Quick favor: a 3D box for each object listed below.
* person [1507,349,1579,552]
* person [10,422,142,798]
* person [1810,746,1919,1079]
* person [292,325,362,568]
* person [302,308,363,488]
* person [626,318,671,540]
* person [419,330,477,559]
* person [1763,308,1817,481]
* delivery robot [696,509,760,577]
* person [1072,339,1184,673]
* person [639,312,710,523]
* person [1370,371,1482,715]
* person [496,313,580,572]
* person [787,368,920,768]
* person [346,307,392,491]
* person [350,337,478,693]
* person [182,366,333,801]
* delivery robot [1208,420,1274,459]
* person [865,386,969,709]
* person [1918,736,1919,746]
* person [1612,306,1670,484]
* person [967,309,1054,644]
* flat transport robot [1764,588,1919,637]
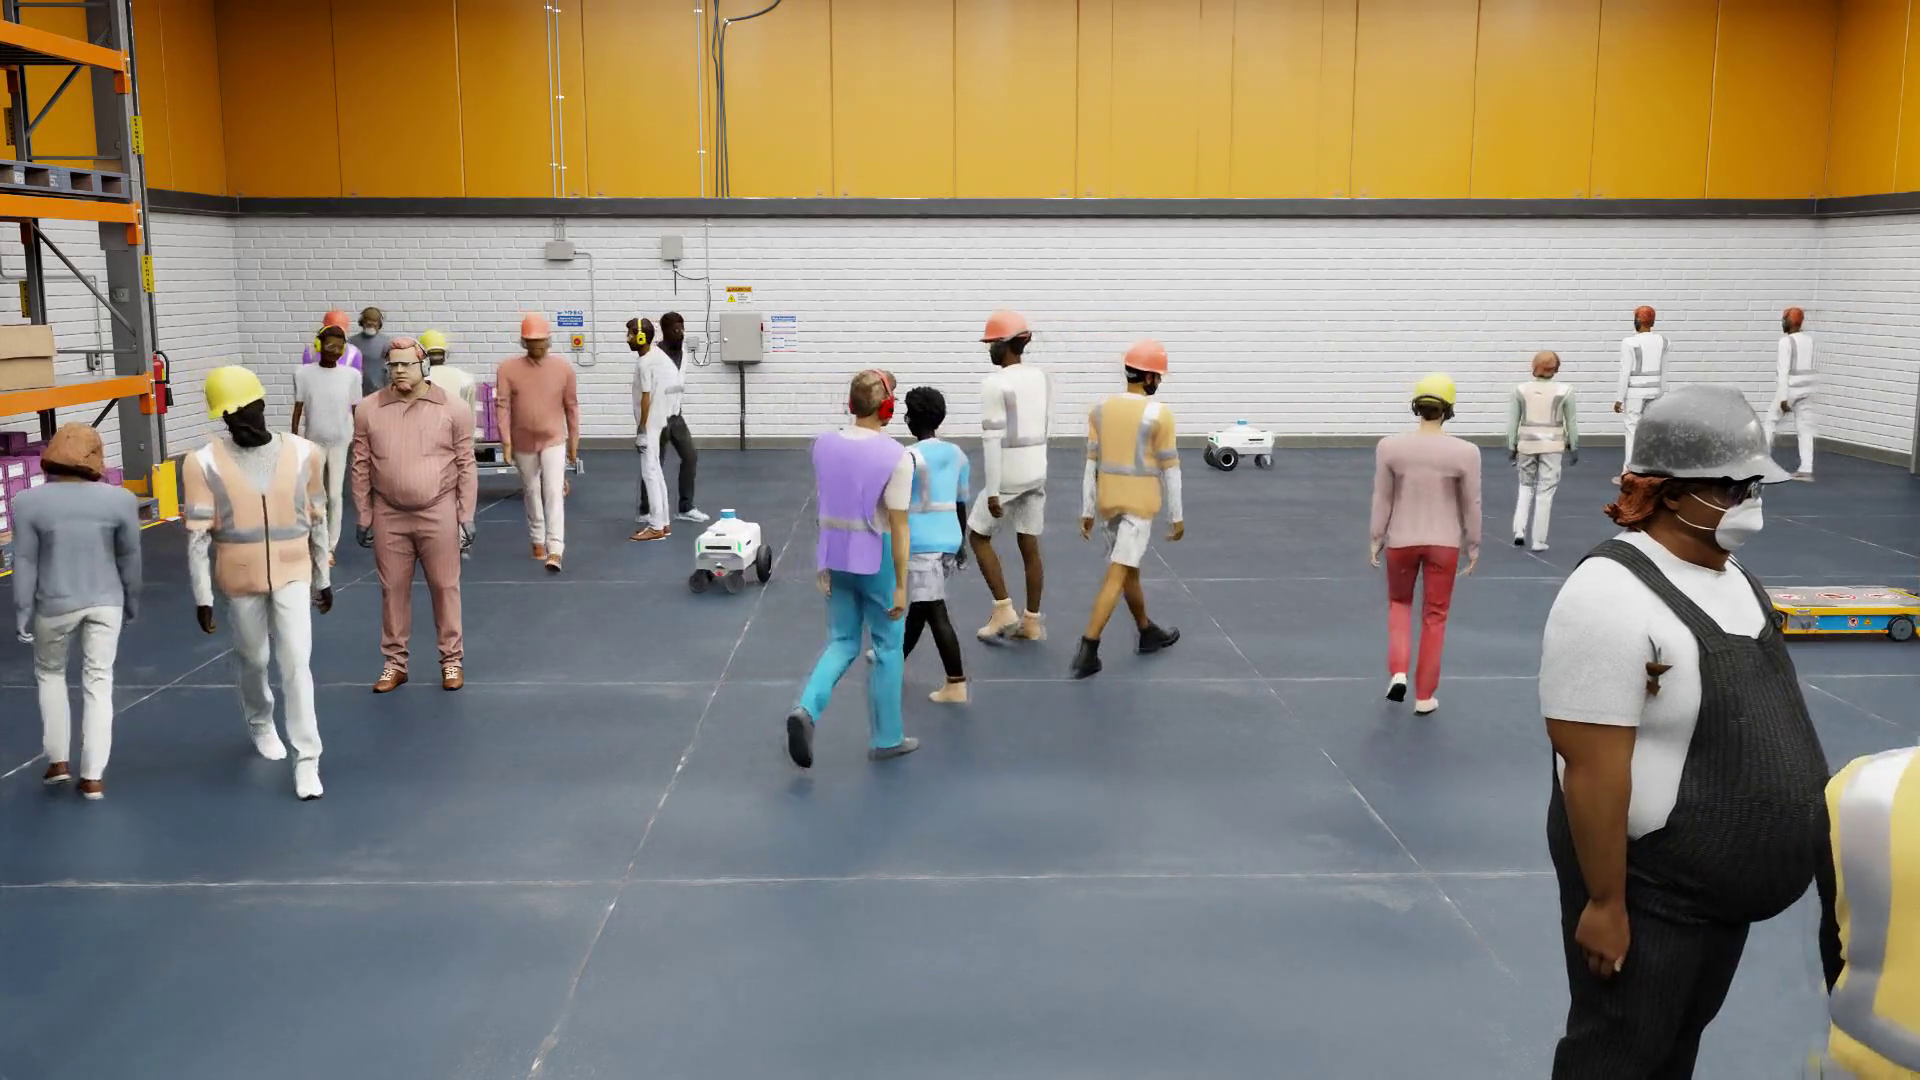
[{"bbox_3d":[4.679,-0.711,13.343,0.525,1.627,0.404,7,11,36],"label":"person"},{"bbox_3d":[-3.809,0.297,7.189,0.514,1.608,0.487,-7,11,-35],"label":"person"},{"bbox_3d":[1.604,0.967,2.572,0.990,1.786,0.625,-8,12,-39],"label":"person"},{"bbox_3d":[-4.804,-0.703,12.610,0.561,1.845,0.399,-4,10,-21],"label":"person"},{"bbox_3d":[-5.994,-1.274,15.946,0.560,1.900,0.745,-3,10,-17],"label":"person"},{"bbox_3d":[-2.624,-0.927,13.956,0.314,1.860,0.508,0,9,-1],"label":"person"},{"bbox_3d":[-4.103,-0.756,13.130,0.589,1.782,0.942,-6,11,-31],"label":"person"},{"bbox_3d":[8.908,-1.582,17.996,0.575,1.839,0.940,-4,10,-24],"label":"person"},{"bbox_3d":[-1.643,0.026,11.810,0.477,0.478,0.707,1,9,4],"label":"delivery robot"},{"bbox_3d":[0.968,-0.194,9.431,0.559,1.877,1.022,8,12,41],"label":"person"},{"bbox_3d":[-2.534,-1.067,14.726,0.763,1.883,0.669,4,10,22],"label":"person"},{"bbox_3d":[2.377,0.018,8.482,0.542,1.750,0.374,4,10,23],"label":"person"},{"bbox_3d":[-3.195,-0.745,12.622,0.598,1.938,1.086,-2,9,-11],"label":"person"},{"bbox_3d":[-0.465,0.142,7.500,0.582,1.829,0.712,7,11,35],"label":"person"},{"bbox_3d":[-5.991,-1.458,17.138,0.664,1.891,0.657,4,10,22],"label":"person"},{"bbox_3d":[-2.925,-0.130,8.921,0.651,1.906,0.409,-1,9,-7],"label":"person"},{"bbox_3d":[-3.090,0.151,7.361,0.606,1.861,1.006,-5,11,-30],"label":"person"},{"bbox_3d":[3.190,-1.123,18.853,0.707,0.478,0.477,-1,9,-8],"label":"delivery robot"},{"bbox_3d":[-0.240,0.023,8.750,0.858,1.651,0.538,7,12,37],"label":"person"},{"bbox_3d":[4.164,0.317,6.774,0.518,1.707,0.828,-8,12,-39],"label":"person"},{"bbox_3d":[7.130,-1.505,17.426,0.593,1.879,0.349,-3,10,-18],"label":"person"},{"bbox_3d":[0.316,-0.368,10.033,0.632,2.026,0.487,-9,13,-43],"label":"person"},{"bbox_3d":[5.395,0.445,10.393,1.431,0.197,0.652,0,9,-1],"label":"flat transport robot"}]
